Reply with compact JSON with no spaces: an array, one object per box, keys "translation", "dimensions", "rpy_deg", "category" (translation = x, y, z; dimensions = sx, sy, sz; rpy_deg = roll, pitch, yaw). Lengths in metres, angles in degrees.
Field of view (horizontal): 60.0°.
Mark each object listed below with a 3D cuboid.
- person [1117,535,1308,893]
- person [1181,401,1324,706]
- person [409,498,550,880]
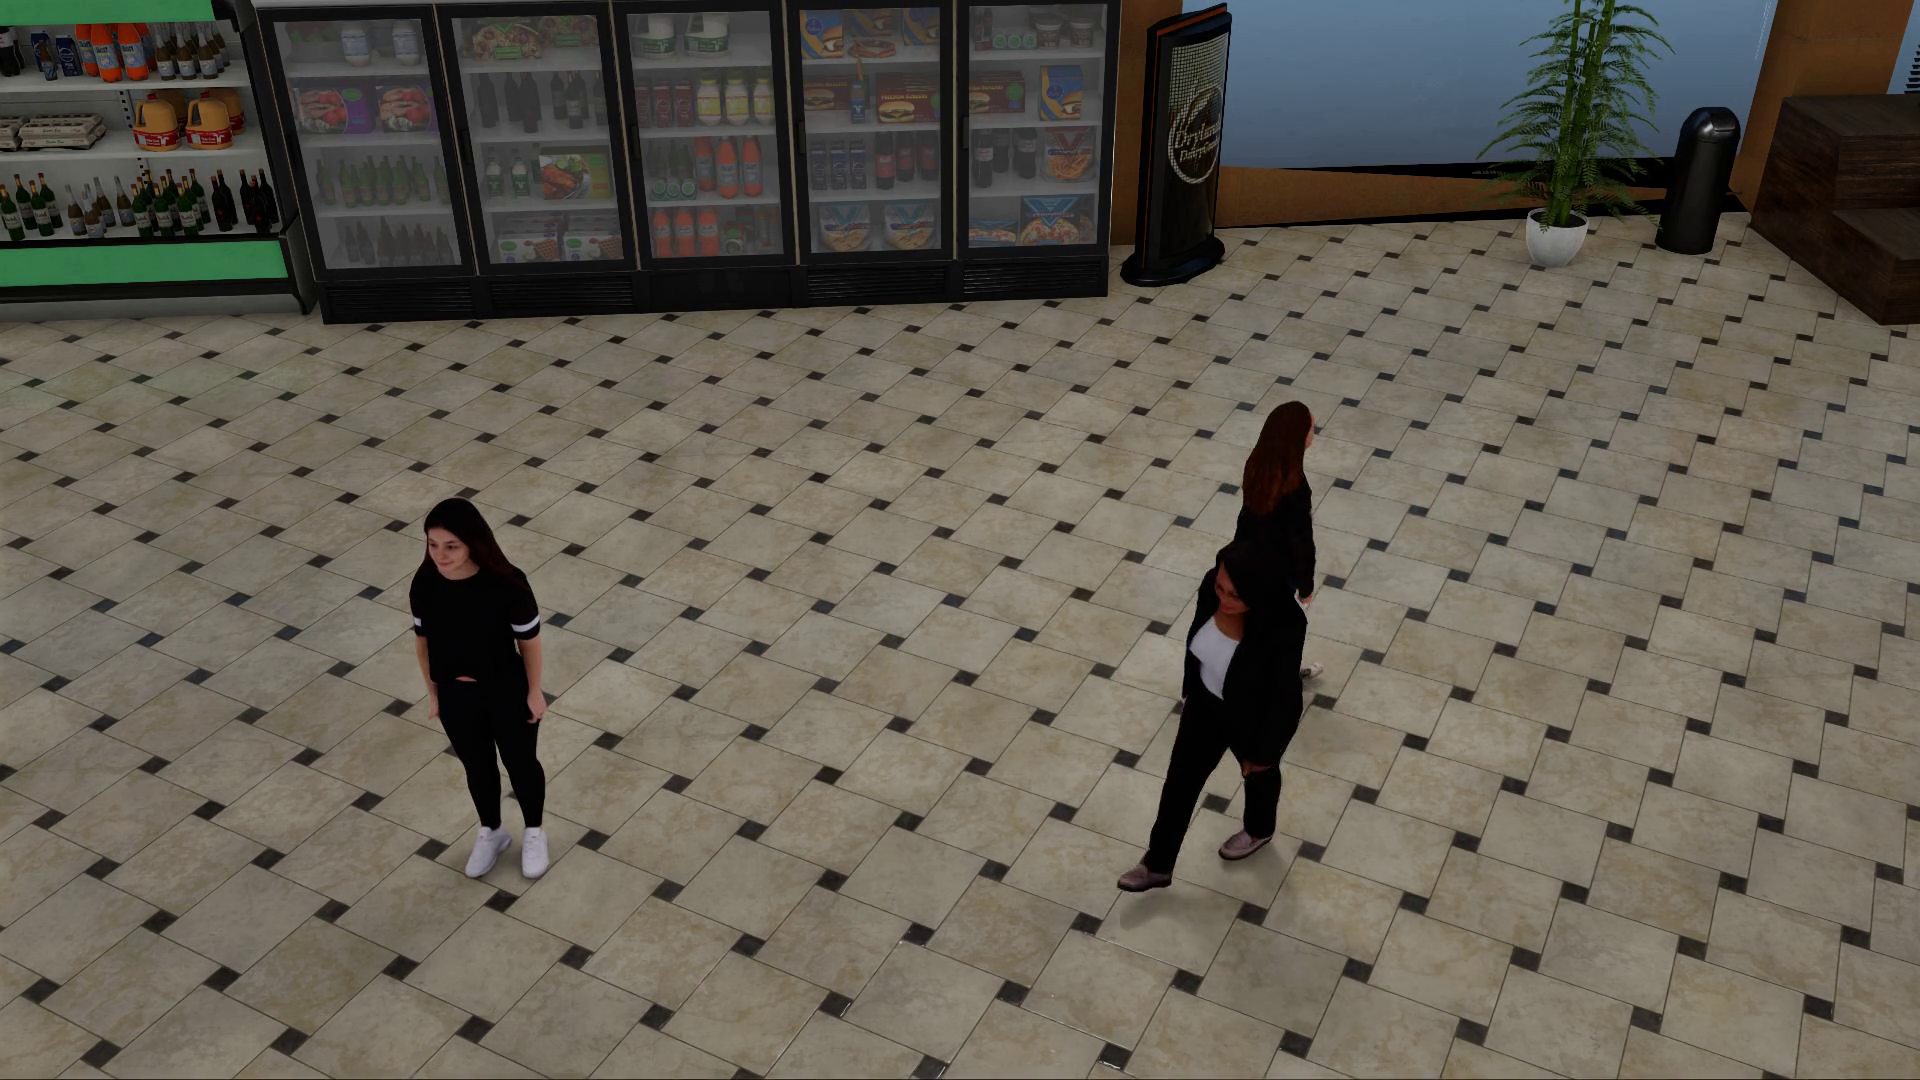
[{"translation":[1.079,0.592,6.050],"dimensions":[1.119,1.564,1.021],"rpy_deg":[-23,38,-32],"category":"person"},{"translation":[1.233,0.121,6.913],"dimensions":[1.041,1.452,0.755],"rpy_deg":[-11,34,-18],"category":"person"},{"translation":[-1.722,0.542,6.059],"dimensions":[0.554,1.639,0.693],"rpy_deg":[1,32,2],"category":"person"}]
